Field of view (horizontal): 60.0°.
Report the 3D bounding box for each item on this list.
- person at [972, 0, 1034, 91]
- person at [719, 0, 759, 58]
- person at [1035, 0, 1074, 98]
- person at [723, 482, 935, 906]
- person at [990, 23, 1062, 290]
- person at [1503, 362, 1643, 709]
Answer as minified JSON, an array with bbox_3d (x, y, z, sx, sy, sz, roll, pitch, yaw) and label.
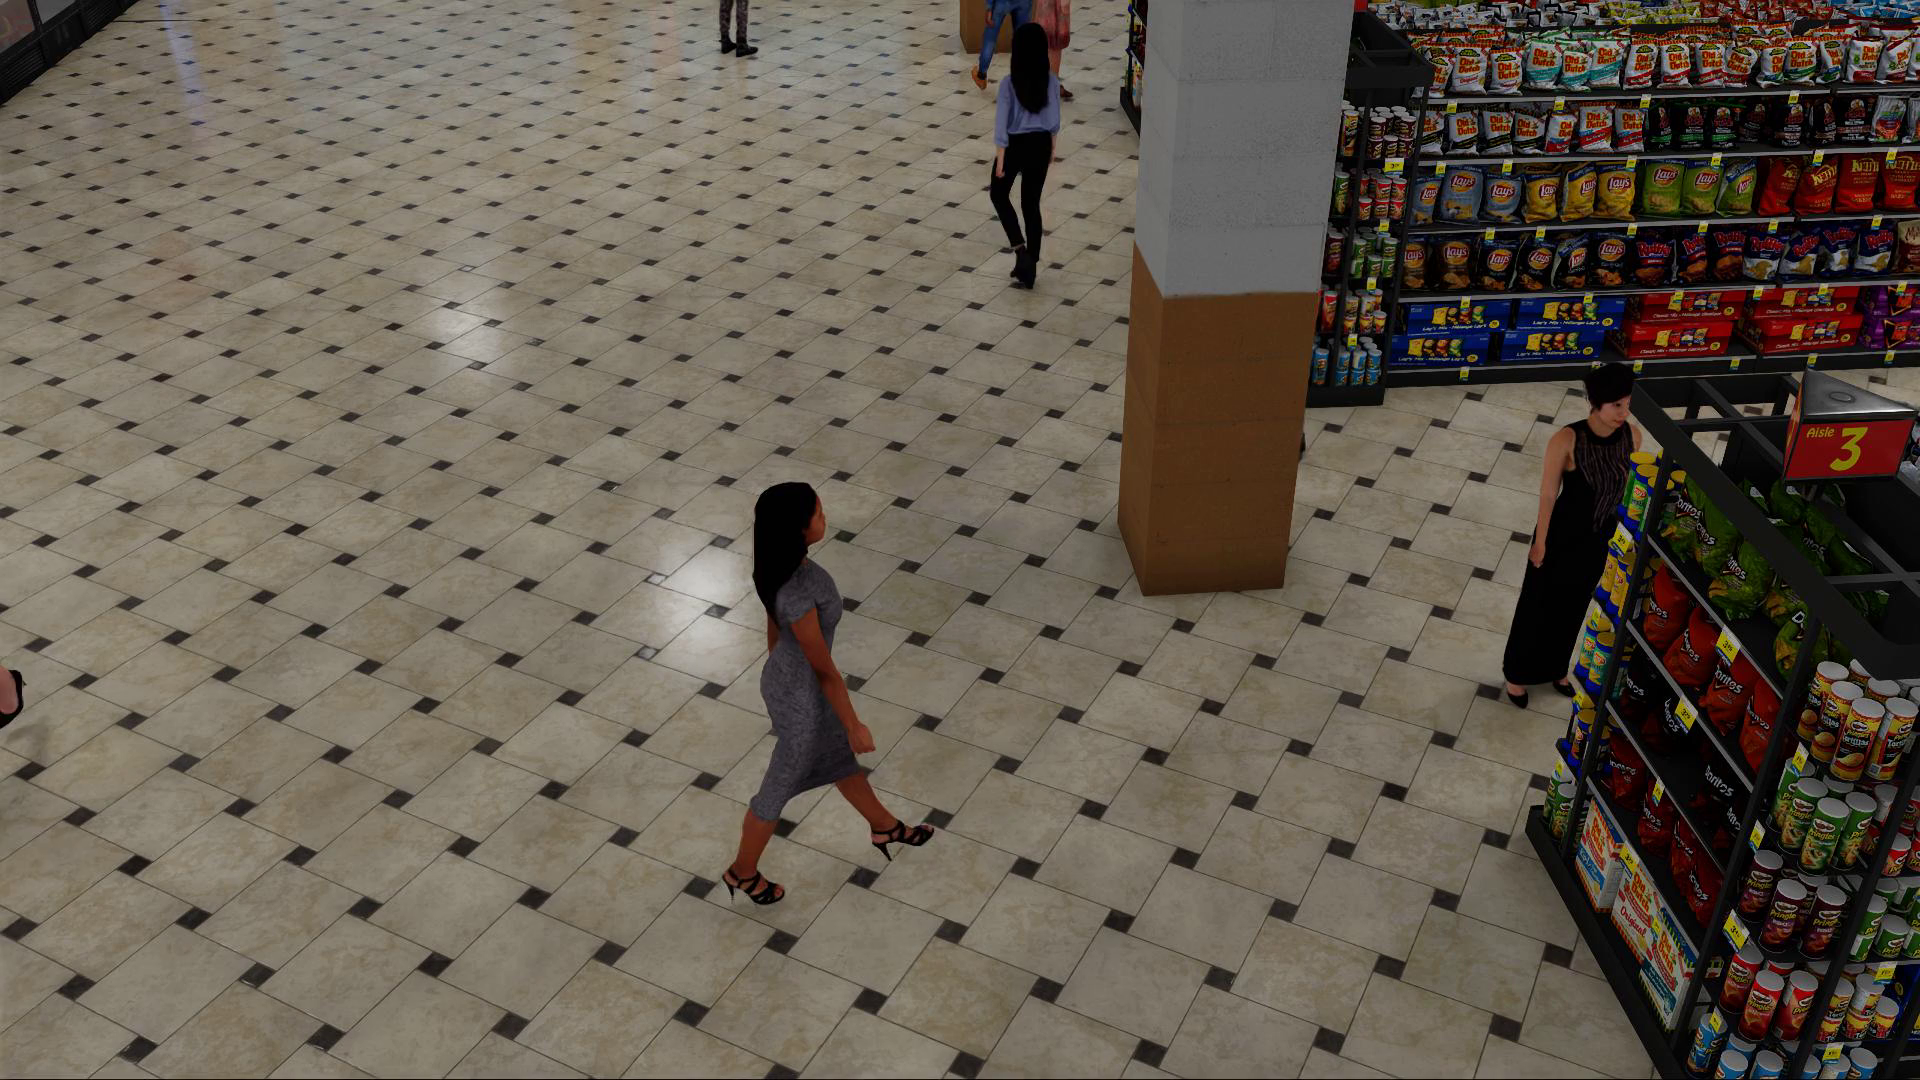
[{"bbox_3d":[0.485,-4.469,14.075,1.149,1.673,0.914,-14,34,-21],"label":"person"},{"bbox_3d":[-2.141,-5.430,15.581,0.668,1.713,0.734,21,38,30],"label":"person"},{"bbox_3d":[0.827,-4.735,14.478,0.606,1.699,0.621,-7,33,-12],"label":"person"},{"bbox_3d":[-0.657,0.622,5.826,1.088,1.743,0.724,-7,33,-11],"label":"person"},{"bbox_3d":[0.457,-2.428,10.738,0.702,1.732,0.818,-14,35,-22],"label":"person"},{"bbox_3d":[2.584,-0.020,6.991,0.511,1.603,0.679,-8,33,-13],"label":"person"}]
